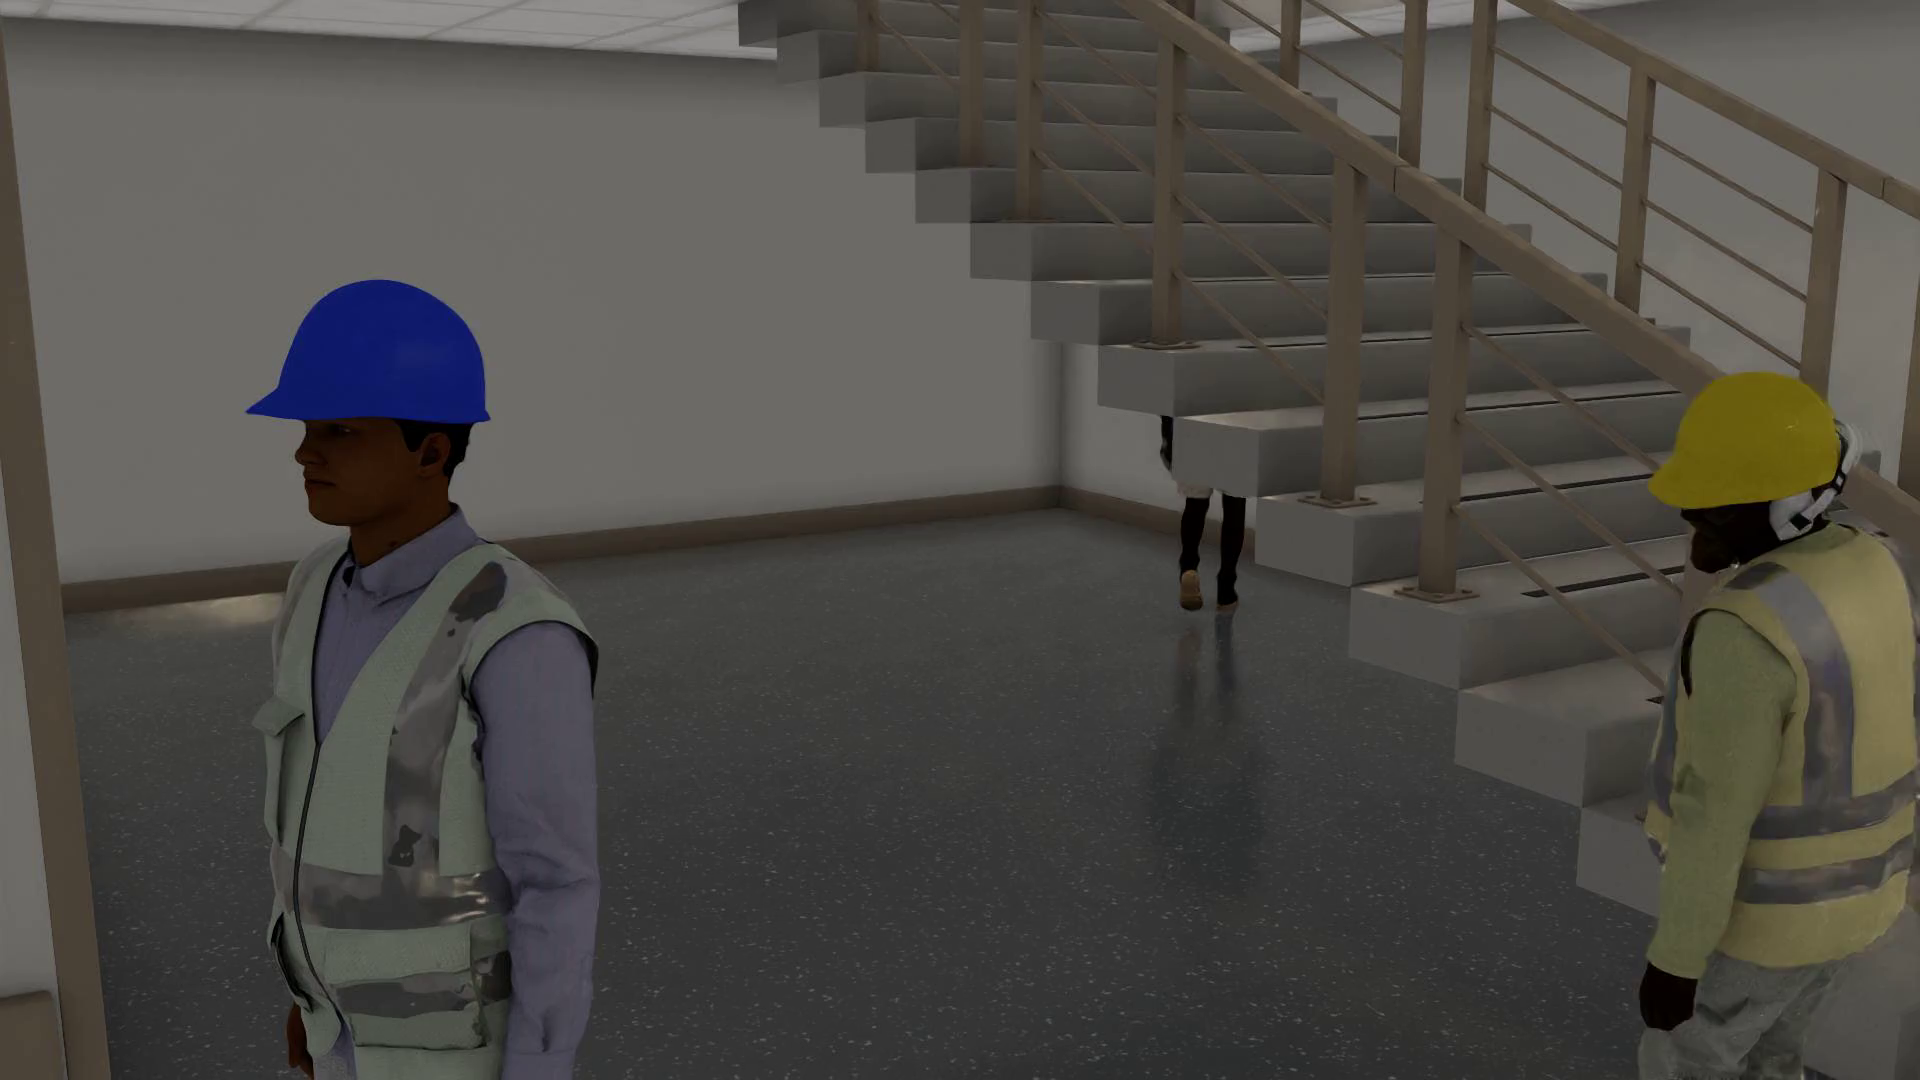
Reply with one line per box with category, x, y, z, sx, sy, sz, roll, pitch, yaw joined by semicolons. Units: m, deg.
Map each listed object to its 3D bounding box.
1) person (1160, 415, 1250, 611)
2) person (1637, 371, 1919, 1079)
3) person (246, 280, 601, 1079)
person;1.323;-0.558;8.538;0.606;1.948;0.641;3;11;16
person;1.368;0.599;2.859;0.635;1.789;0.433;-8;14;-37
person;-0.721;0.633;2.256;0.605;1.951;0.380;8;14;37
